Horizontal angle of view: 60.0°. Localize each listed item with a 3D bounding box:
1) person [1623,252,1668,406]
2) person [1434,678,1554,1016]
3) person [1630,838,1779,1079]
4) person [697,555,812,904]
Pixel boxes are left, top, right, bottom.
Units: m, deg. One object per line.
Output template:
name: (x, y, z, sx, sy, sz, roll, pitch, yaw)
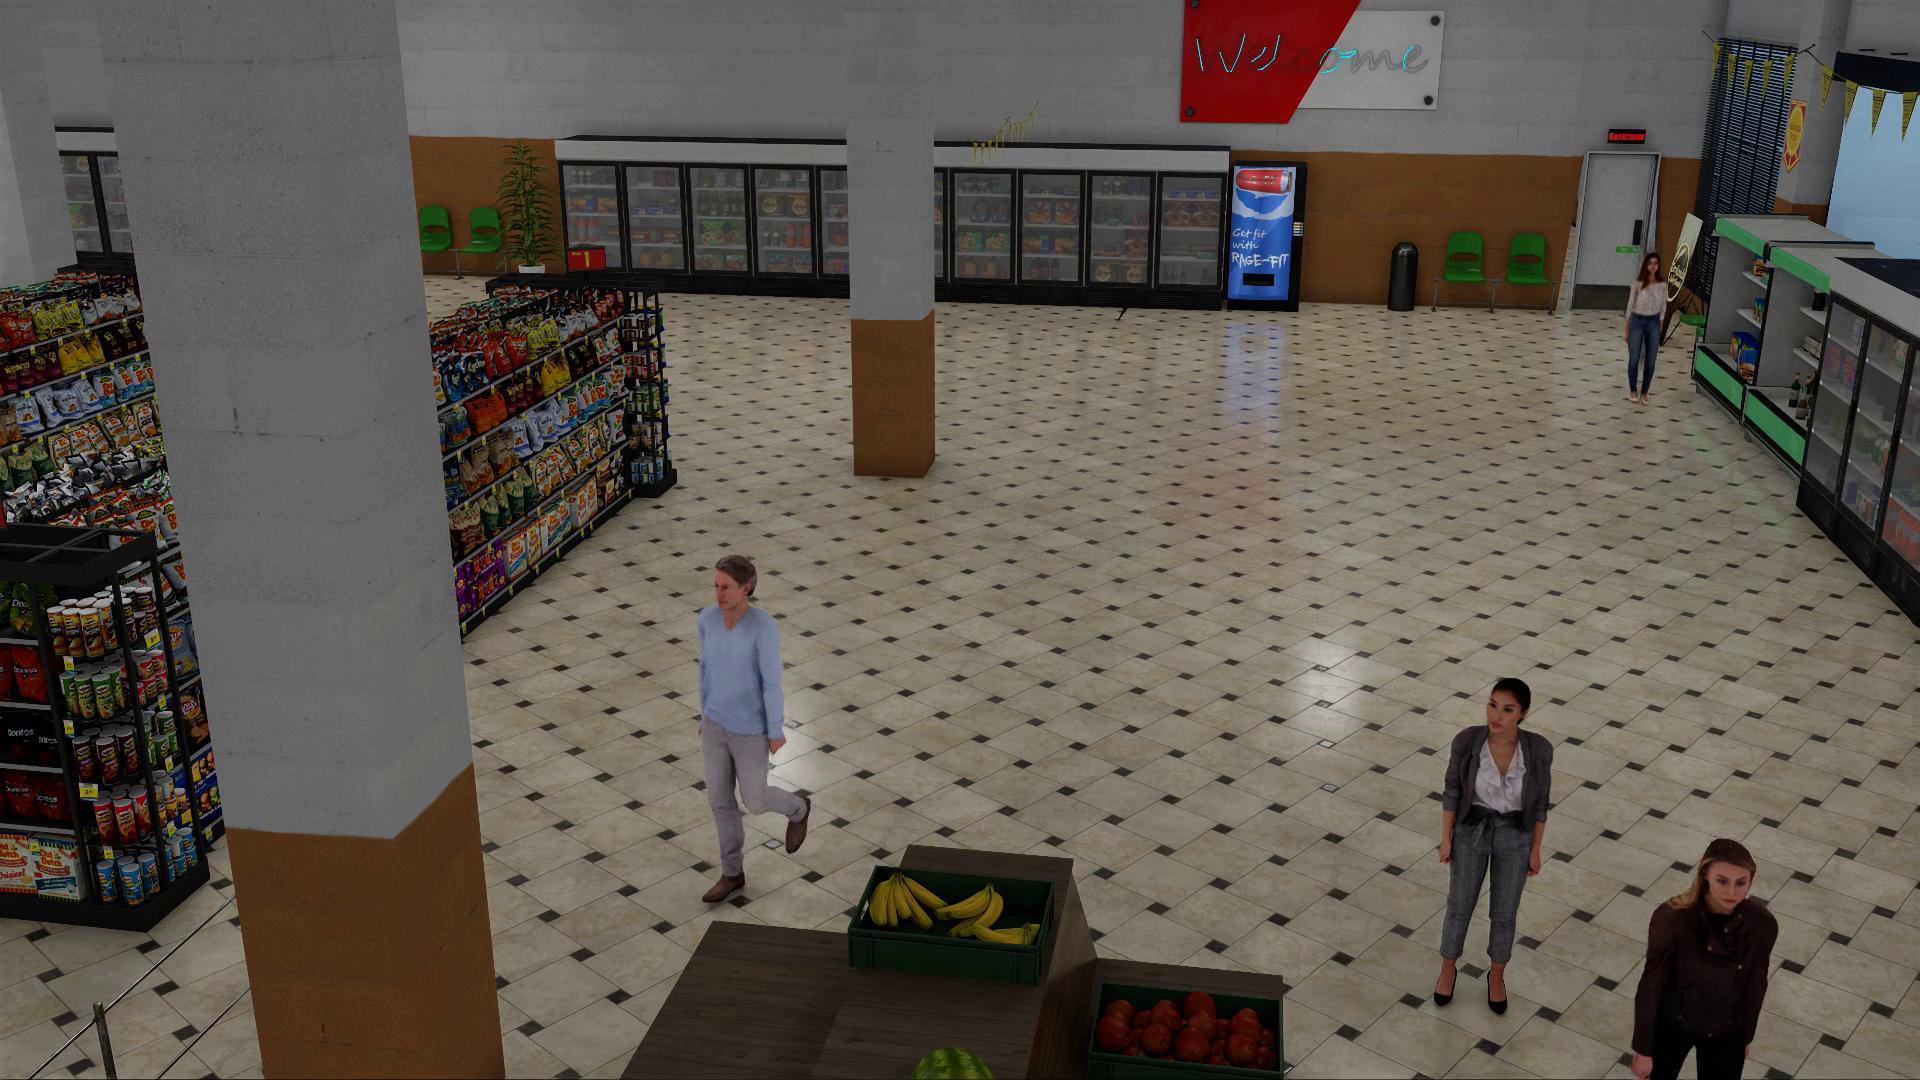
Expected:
person: (7.802, -2.427, 19.011, 0.618, 1.713, 0.739, 5, 19, 14)
person: (2.464, 1.406, 7.700, 0.639, 1.677, 0.597, 5, 19, 15)
person: (2.796, 1.862, 6.389, 0.641, 1.651, 1.086, 4, 19, 11)
person: (-1.107, 0.957, 8.722, 0.886, 1.875, 1.107, 11, 22, 30)
